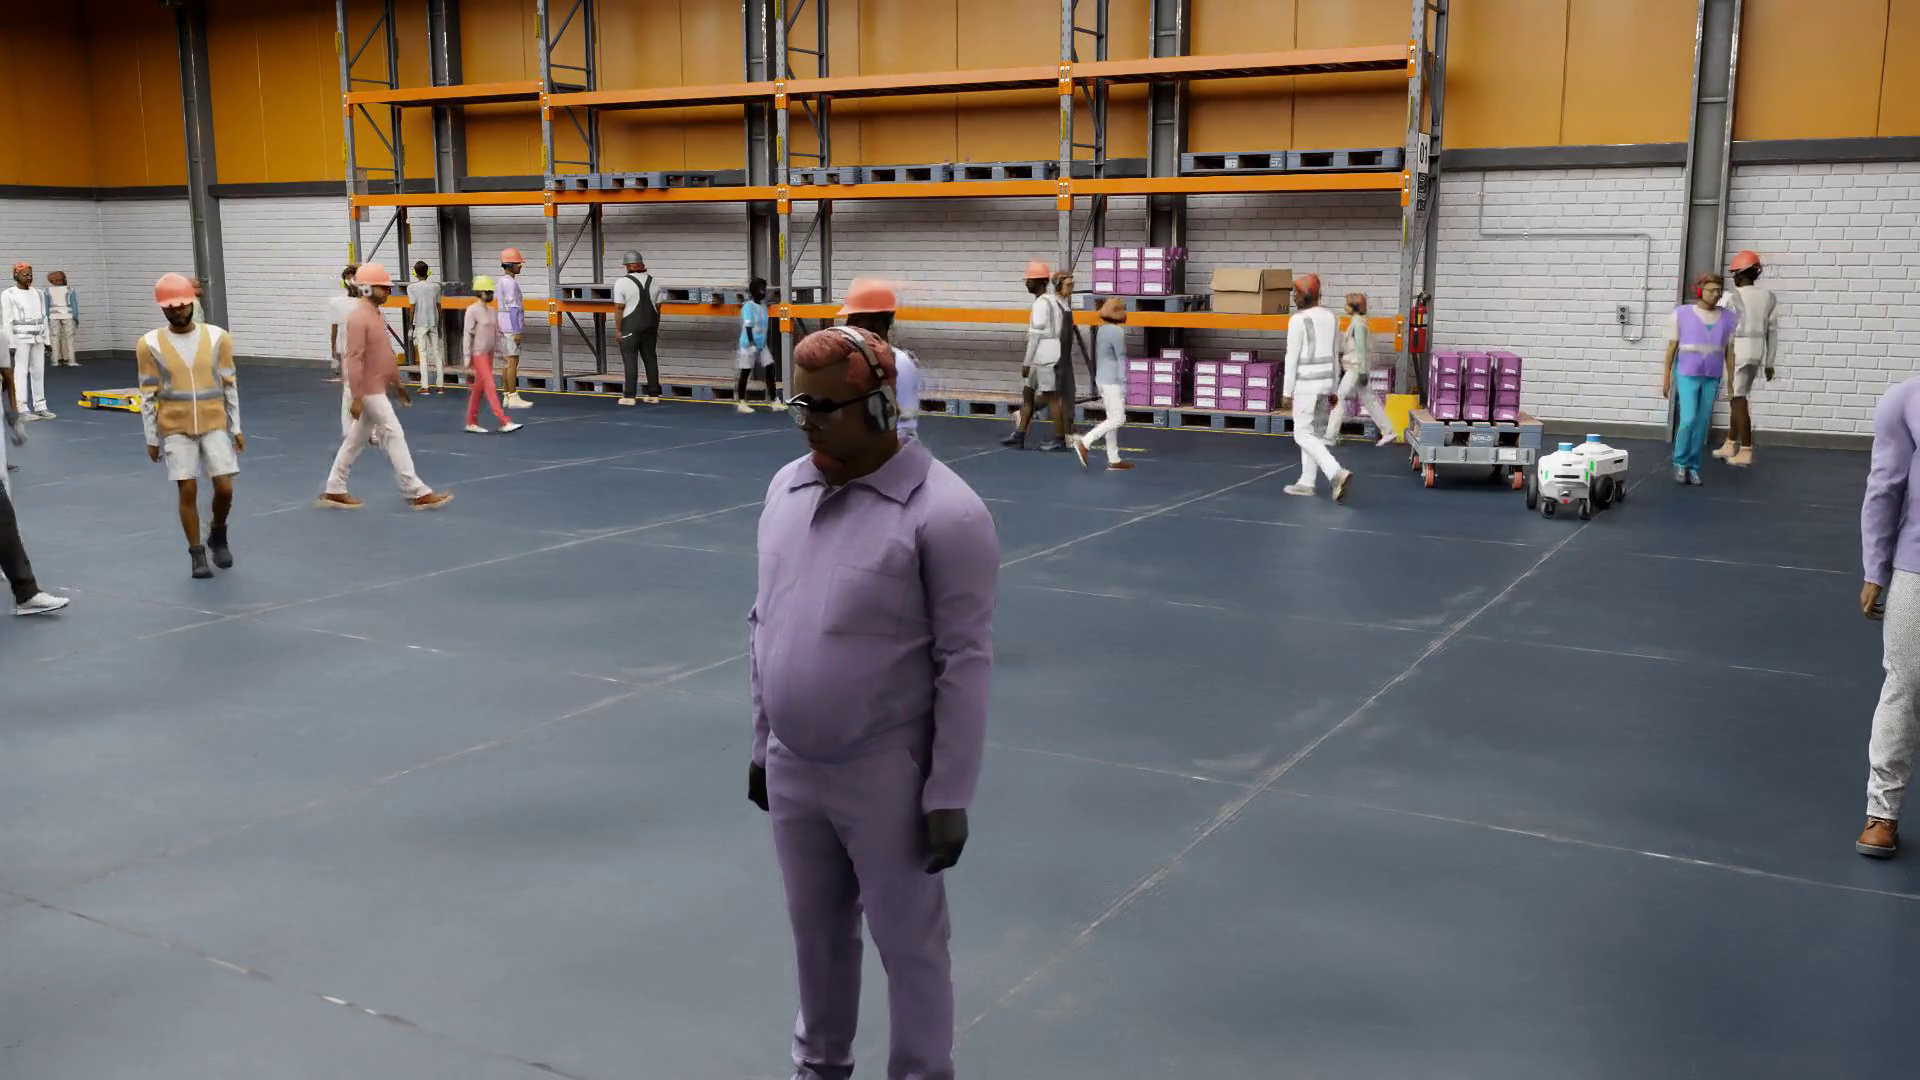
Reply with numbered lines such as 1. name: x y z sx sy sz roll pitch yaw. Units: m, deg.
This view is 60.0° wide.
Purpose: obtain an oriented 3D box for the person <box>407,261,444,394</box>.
1. person: -7.504 -2.976 23.352 0.519 1.865 0.331 -9 13 -40

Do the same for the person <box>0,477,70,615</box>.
1. person: -5.397 -0.461 9.099 0.902 1.873 0.579 2 10 9

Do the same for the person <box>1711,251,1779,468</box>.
1. person: 7.334 -1.717 15.775 0.616 2.009 0.837 -3 10 -17

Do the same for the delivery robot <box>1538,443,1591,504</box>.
1. delivery robot: 4.639 -0.503 12.782 0.477 0.478 0.707 3 10 16

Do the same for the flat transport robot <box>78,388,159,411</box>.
1. flat transport robot: -10.523 -1.792 21.148 1.431 0.197 0.652 7 12 34

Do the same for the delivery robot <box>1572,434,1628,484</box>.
1. delivery robot: 5.079 -0.607 13.370 0.477 0.478 0.707 10 14 43

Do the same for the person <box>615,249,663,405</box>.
1. person: -4.264 -2.805 21.878 0.675 2.000 0.535 -9 14 -43

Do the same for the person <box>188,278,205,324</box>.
1. person: -10.380 -2.729 22.599 0.279 1.634 0.497 -9 13 -42

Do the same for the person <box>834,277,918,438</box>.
1. person: -0.365 -0.316 8.120 0.515 1.922 0.551 -4 11 -24

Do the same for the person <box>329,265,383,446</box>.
1. person: -6.230 -1.895 17.207 0.531 1.870 0.316 -7 12 -33

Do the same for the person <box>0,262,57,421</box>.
1. person: -11.107 -2.358 19.810 0.339 1.881 0.574 3 11 18

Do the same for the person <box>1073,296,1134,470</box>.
1. person: 1.336 -1.428 15.264 0.566 1.615 0.516 -3 10 -16

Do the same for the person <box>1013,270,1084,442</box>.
1. person: 0.978 -1.938 17.610 0.741 1.823 0.515 4 11 22

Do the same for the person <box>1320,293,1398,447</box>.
1. person: 4.126 -1.747 17.147 0.855 1.598 0.508 3 10 16

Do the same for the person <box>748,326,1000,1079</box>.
1. person: -0.236 0.491 3.613 0.639 1.902 0.407 8 13 38

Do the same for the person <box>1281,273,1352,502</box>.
1. person: 2.906 -1.225 13.481 0.594 1.859 0.771 -9 13 -40

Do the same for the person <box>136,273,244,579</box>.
1. person: -4.752 -0.694 10.304 0.575 1.907 0.530 -6 12 -30

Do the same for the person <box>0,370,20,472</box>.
1. person: -8.817 -1.492 15.032 0.404 1.832 0.597 -1 10 -4

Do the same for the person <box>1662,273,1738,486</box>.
1. person: 6.390 -1.374 14.344 0.574 1.828 0.491 0 10 -1

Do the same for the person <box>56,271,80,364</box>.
1. person: -15.890 -3.939 29.454 0.505 1.633 0.279 7 12 34

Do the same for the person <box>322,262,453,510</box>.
1. person: -4.571 -1.191 13.028 1.031 1.938 0.626 -1 10 -6

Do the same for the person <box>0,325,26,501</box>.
1. person: -6.553 -0.811 11.075 0.527 1.868 0.320 -7 12 -34

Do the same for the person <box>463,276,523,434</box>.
1. person: -5.135 -2.019 18.278 0.852 1.725 0.551 3 10 15

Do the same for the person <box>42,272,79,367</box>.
1. person: -15.441 -3.771 28.547 0.565 1.622 0.332 -5 11 -27

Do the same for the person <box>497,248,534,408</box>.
1. person: -5.727 -2.709 21.327 0.377 2.045 0.605 -5 11 -26

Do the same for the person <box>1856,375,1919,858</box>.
1. person: 3.343 0.133 5.544 0.629 1.936 0.373 5 11 25

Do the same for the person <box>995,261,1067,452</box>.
1. person: 0.696 -1.826 16.703 0.859 1.904 0.577 2 10 10

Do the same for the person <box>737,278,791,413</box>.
1. person: -2.453 -2.381 20.531 0.752 1.663 0.548 5 11 28
